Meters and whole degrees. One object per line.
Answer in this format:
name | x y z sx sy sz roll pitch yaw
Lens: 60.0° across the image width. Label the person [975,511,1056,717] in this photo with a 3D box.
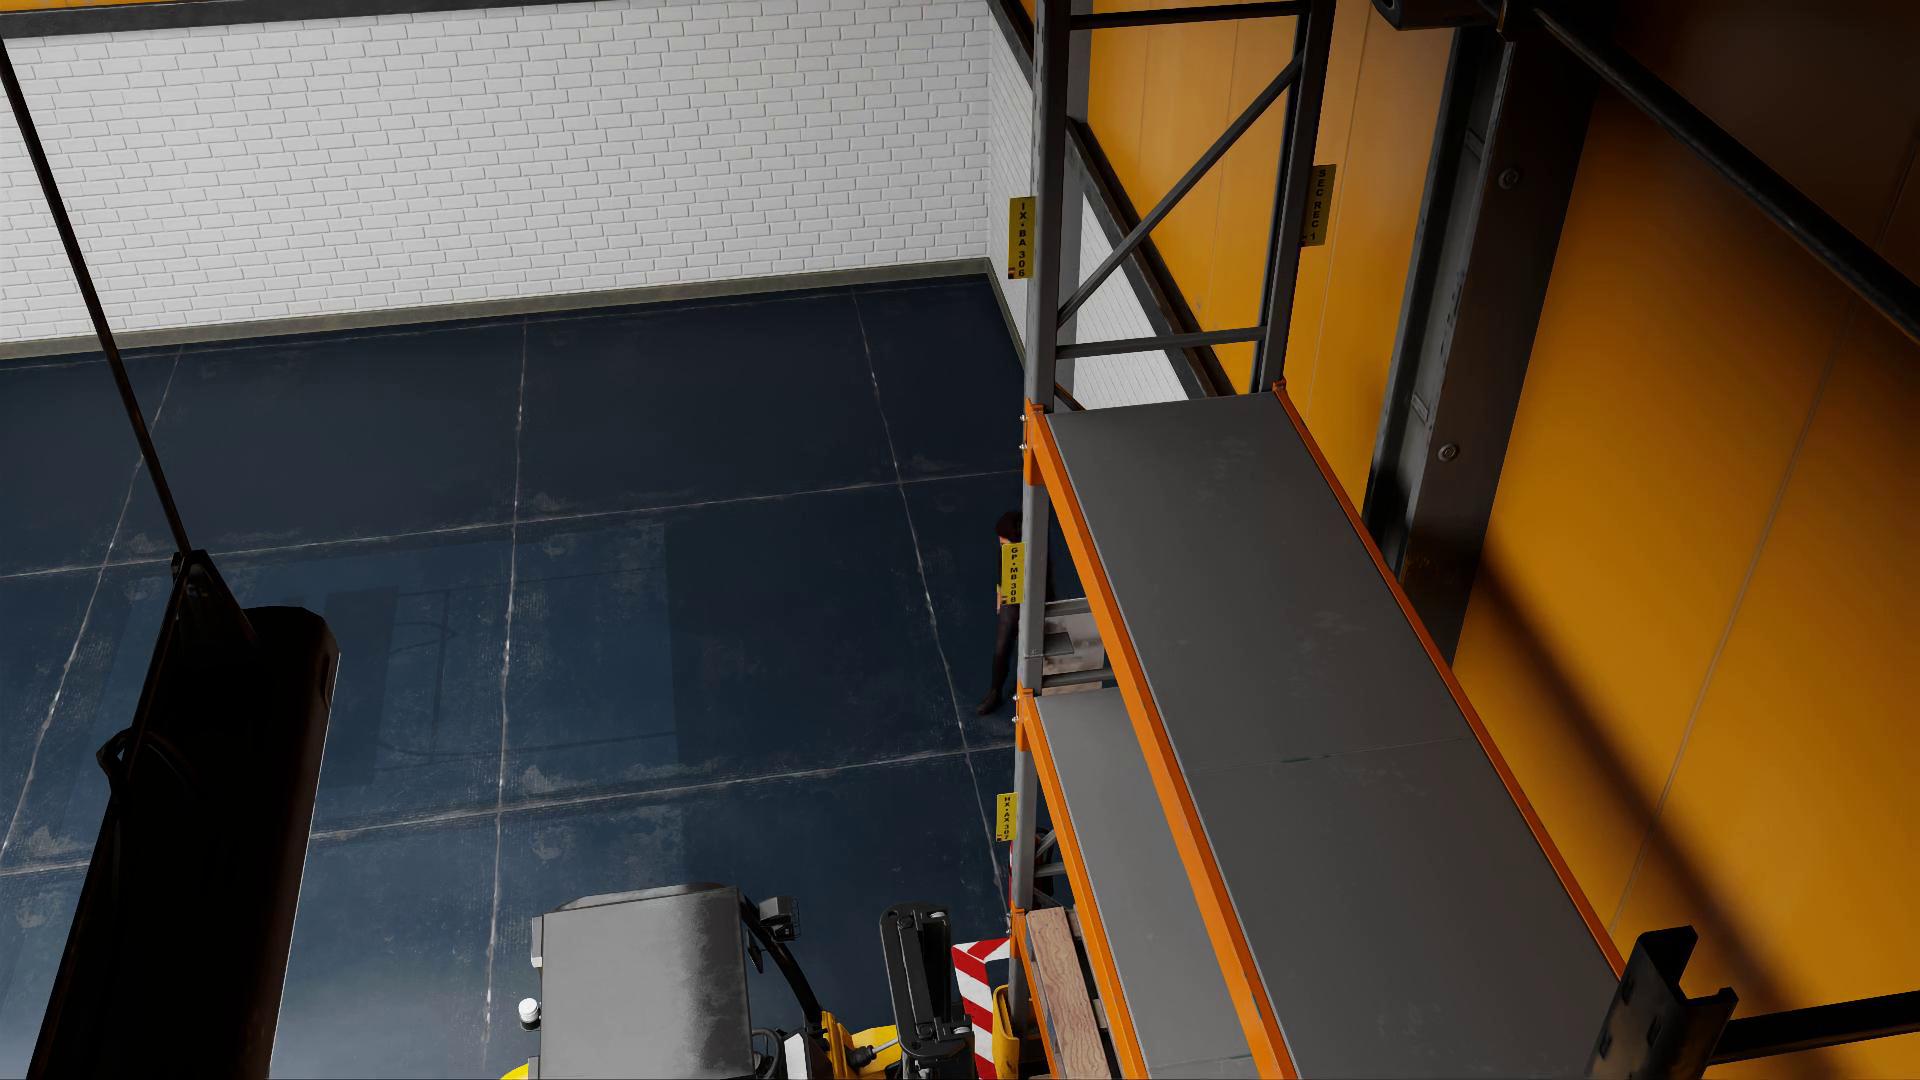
person | 0.476 0.425 10.824 0.917 1.600 1.024 9 39 11
